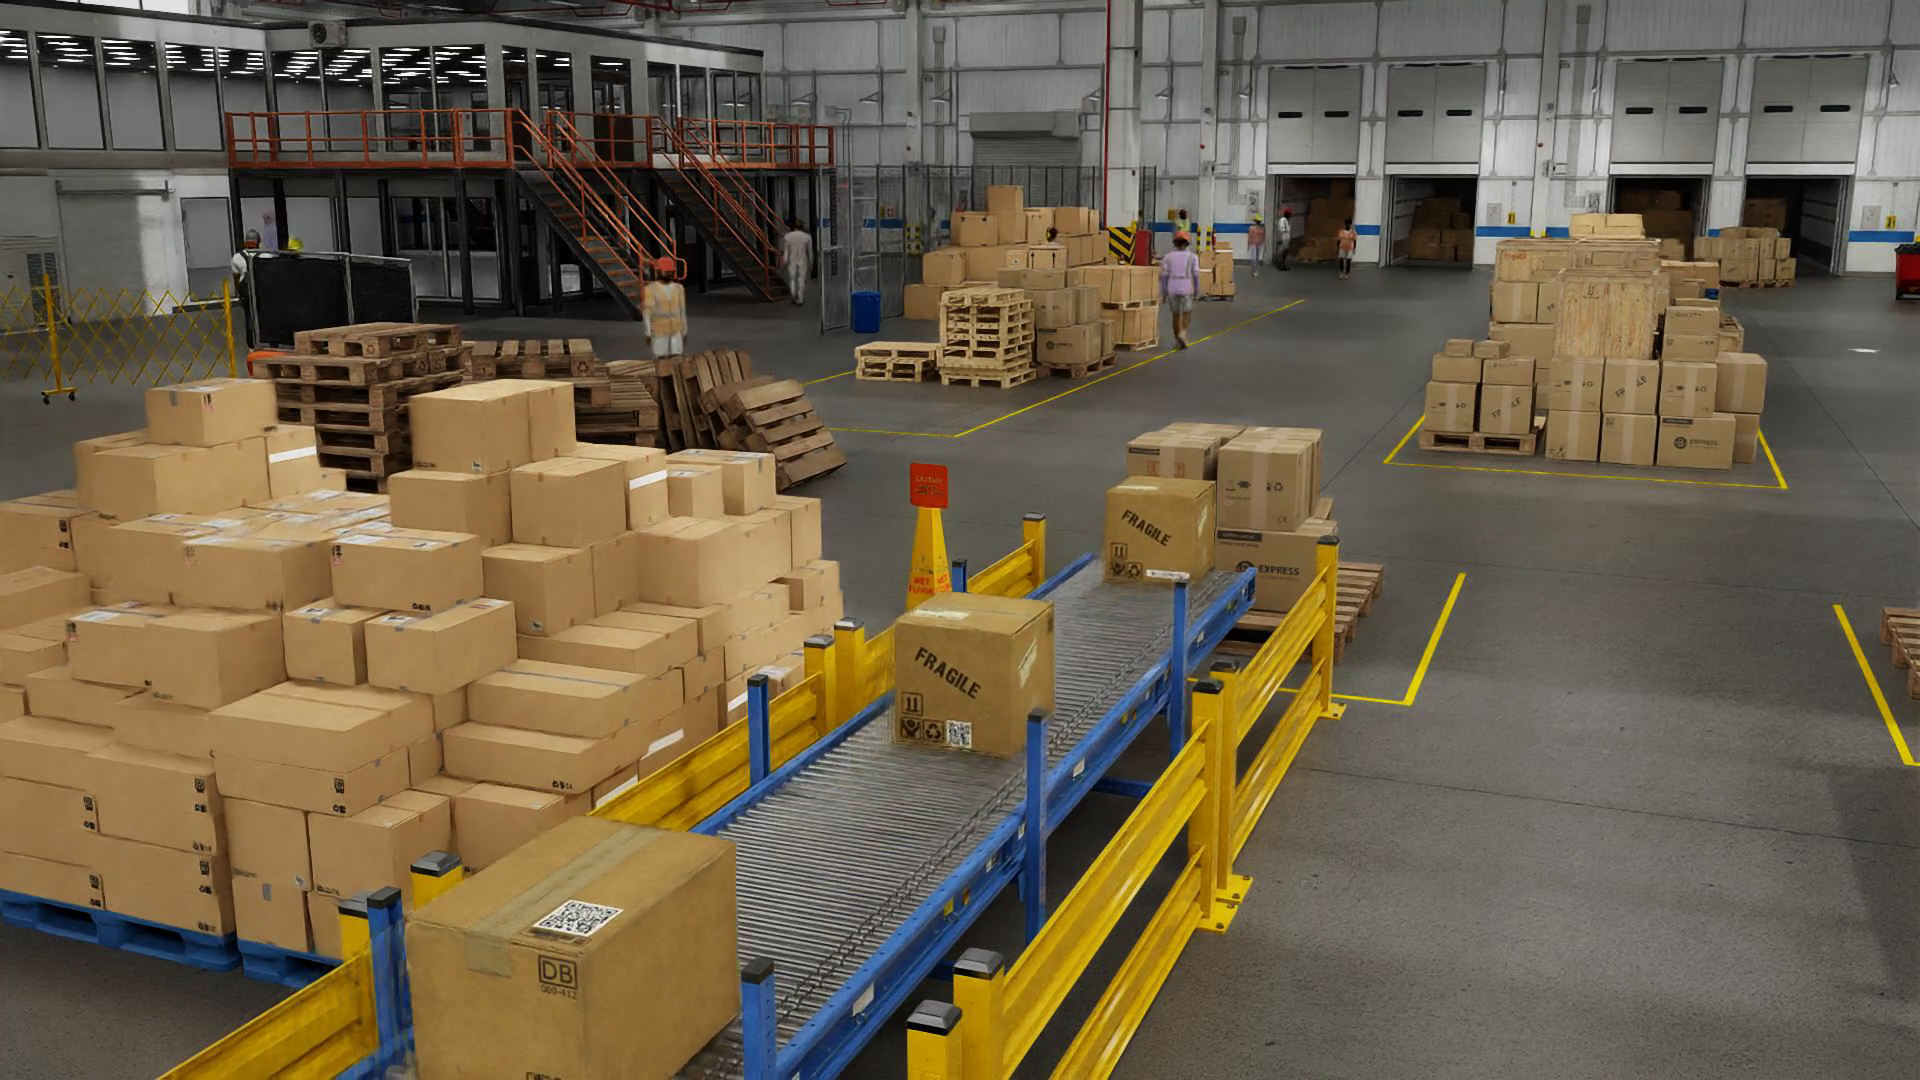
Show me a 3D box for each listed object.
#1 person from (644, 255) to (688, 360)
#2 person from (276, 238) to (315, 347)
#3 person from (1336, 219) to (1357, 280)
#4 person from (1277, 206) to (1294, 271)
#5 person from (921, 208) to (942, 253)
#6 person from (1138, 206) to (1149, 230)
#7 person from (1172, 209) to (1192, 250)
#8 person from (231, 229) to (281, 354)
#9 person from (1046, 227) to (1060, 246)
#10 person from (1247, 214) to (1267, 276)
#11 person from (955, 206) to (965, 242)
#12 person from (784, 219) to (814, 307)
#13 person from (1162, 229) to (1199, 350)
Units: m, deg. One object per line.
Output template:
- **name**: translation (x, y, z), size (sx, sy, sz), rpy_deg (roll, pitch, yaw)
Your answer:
- **person**: translation (-3.810, -2.724, 21.564), size (0.563, 1.924, 0.493), rpy_deg (-8, 15, -31)
- **person**: translation (-11.314, -4.182, 28.197), size (0.866, 1.883, 0.611), rpy_deg (1, 13, 5)
- **person**: translation (10.603, -7.972, 45.658), size (0.558, 1.664, 0.756), rpy_deg (4, 13, 16)
- **person**: translation (9.750, -8.993, 49.684), size (0.408, 1.922, 0.579), rpy_deg (10, 16, 37)
- **person**: translation (-0.857, -8.970, 49.661), size (0.629, 1.903, 0.996), rpy_deg (-3, 13, -11)
- **person**: translation (5.567, -9.373, 51.413), size (0.607, 1.905, 0.508), rpy_deg (8, 15, 33)
- **person**: translation (6.803, -9.255, 51.140), size (0.642, 1.820, 0.747), rpy_deg (-4, 13, -15)
- **person**: translation (-11.598, -4.099, 27.473), size (0.682, 2.000, 0.537), rpy_deg (-2, 13, -9)
- **person**: translation (1.843, -5.389, 33.663), size (0.341, 1.875, 0.532), rpy_deg (8, 15, 31)
- **person**: translation (8.459, -8.330, 47.097), size (0.547, 1.741, 0.711), rpy_deg (-4, 13, -17)
- **person**: translation (0.002, -8.459, 47.133), size (0.608, 1.995, 0.385), rpy_deg (5, 13, 20)
- **person**: translation (-3.565, -6.160, 36.995), size (0.666, 1.912, 0.791), rpy_deg (0, 13, 1)
- **person**: translation (3.696, -4.195, 27.952), size (0.611, 2.025, 0.522), rpy_deg (3, 13, 15)
